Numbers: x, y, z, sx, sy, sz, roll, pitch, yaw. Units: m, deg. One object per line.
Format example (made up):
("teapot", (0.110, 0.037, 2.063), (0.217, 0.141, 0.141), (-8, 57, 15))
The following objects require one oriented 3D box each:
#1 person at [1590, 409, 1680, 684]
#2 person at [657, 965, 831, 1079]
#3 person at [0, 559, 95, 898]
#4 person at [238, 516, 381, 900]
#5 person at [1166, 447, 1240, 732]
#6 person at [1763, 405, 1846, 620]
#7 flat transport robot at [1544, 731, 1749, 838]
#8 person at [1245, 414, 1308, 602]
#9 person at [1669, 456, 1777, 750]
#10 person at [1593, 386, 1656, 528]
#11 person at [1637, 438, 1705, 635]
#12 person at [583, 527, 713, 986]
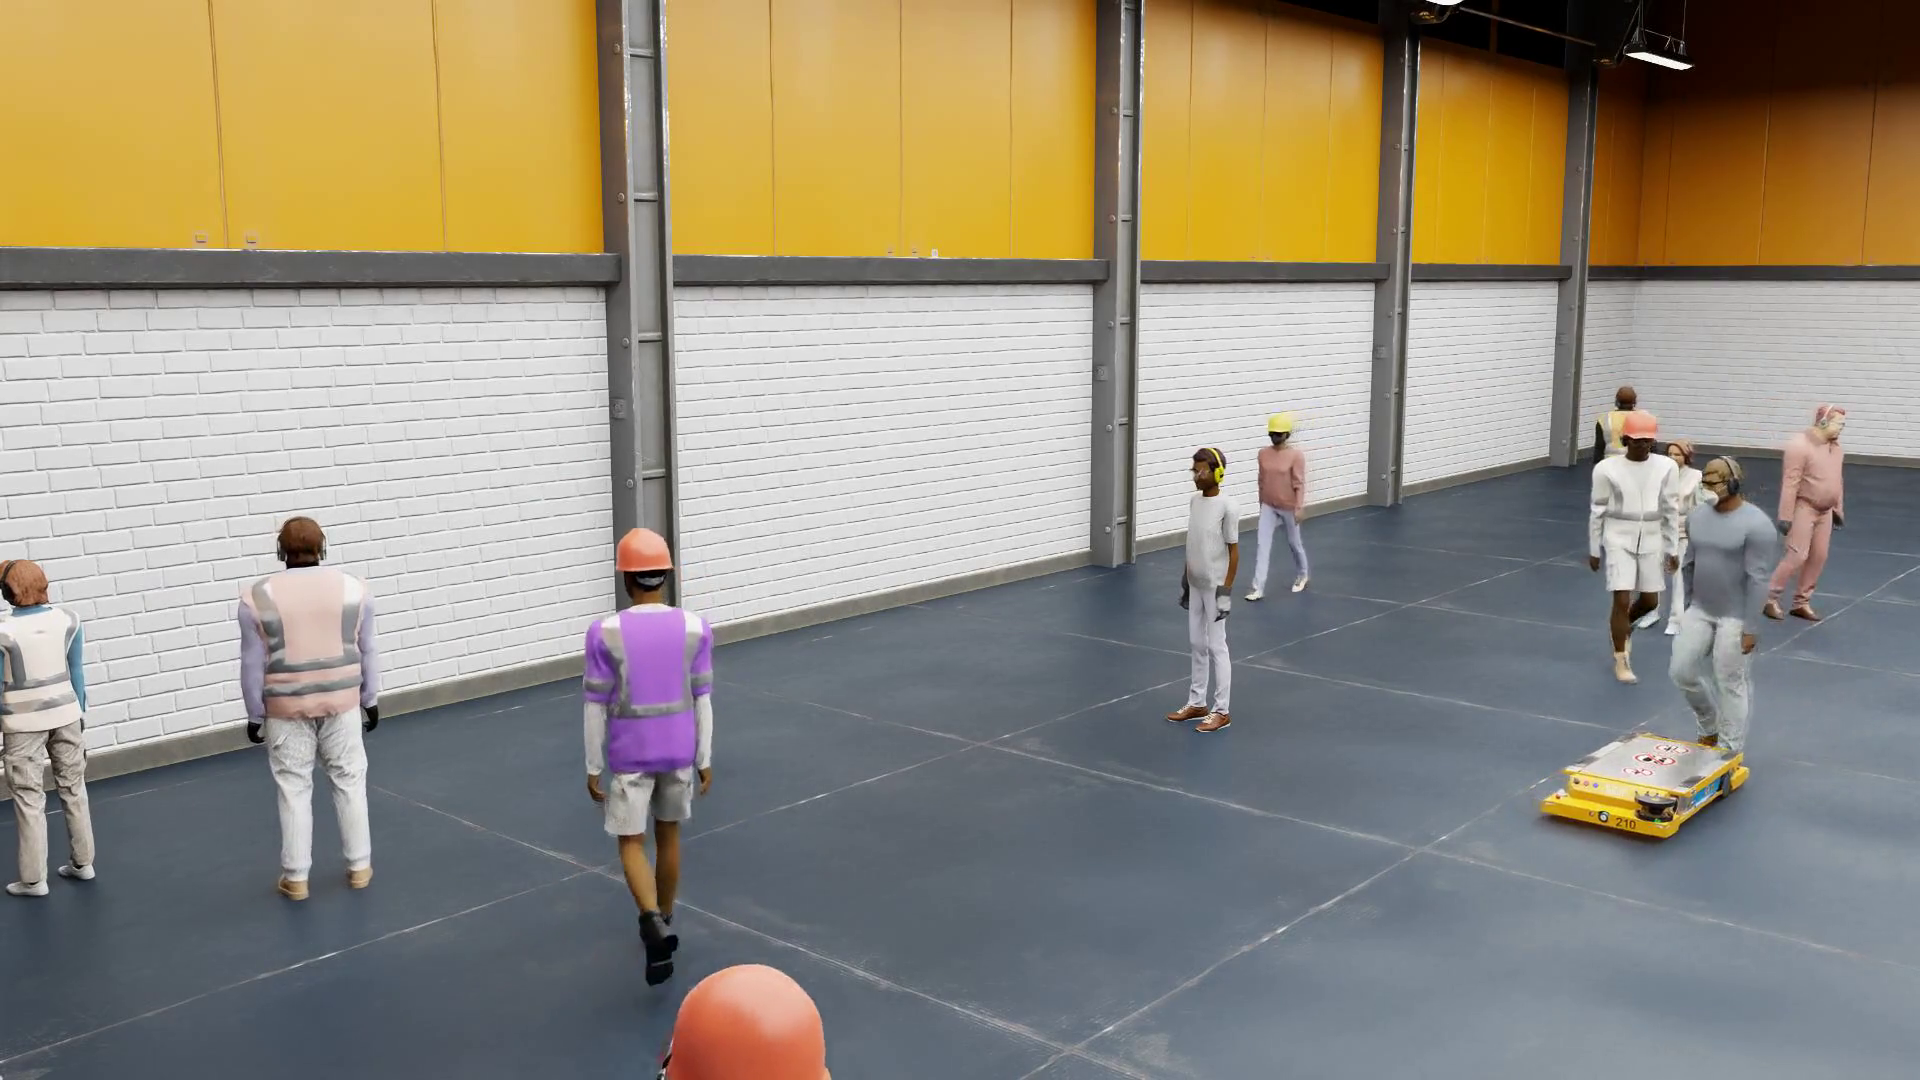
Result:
("person", (4.951, 0.025, 12.306), (0.644, 2.011, 0.744), (1, 9, 4))
("person", (-0.363, 1.599, 2.659), (0.617, 1.944, 1.046), (-4, 10, -22))
("person", (-4.441, 0.898, 8.010), (0.315, 1.629, 0.507), (6, 11, 32))
("person", (-3.108, 0.796, 7.988), (0.633, 1.839, 0.429), (-5, 10, -30))
("person", (1.609, 0.317, 10.912), (0.328, 1.870, 0.510), (-5, 10, -29))
("person", (7.337, -0.233, 14.391), (0.677, 1.876, 0.475), (-5, 10, -27))
("flat transport robot", (3.905, 1.353, 9.404), (0.652, 0.197, 1.431), (8, 12, 40))
("person", (2.988, -0.320, 15.383), (0.532, 1.717, 0.944), (8, 12, 40))
("person", (4.498, 0.460, 9.851), (0.437, 1.921, 0.637), (-4, 10, -25))
("person", (7.079, -0.731, 17.733), (0.615, 1.805, 0.963), (4, 10, 24))
("person", (5.936, -0.029, 13.820), (0.539, 1.634, 0.369), (9, 12, 43))
("person", (-1.293, 0.913, 7.041), (0.552, 1.916, 0.783), (-4, 10, -23))
